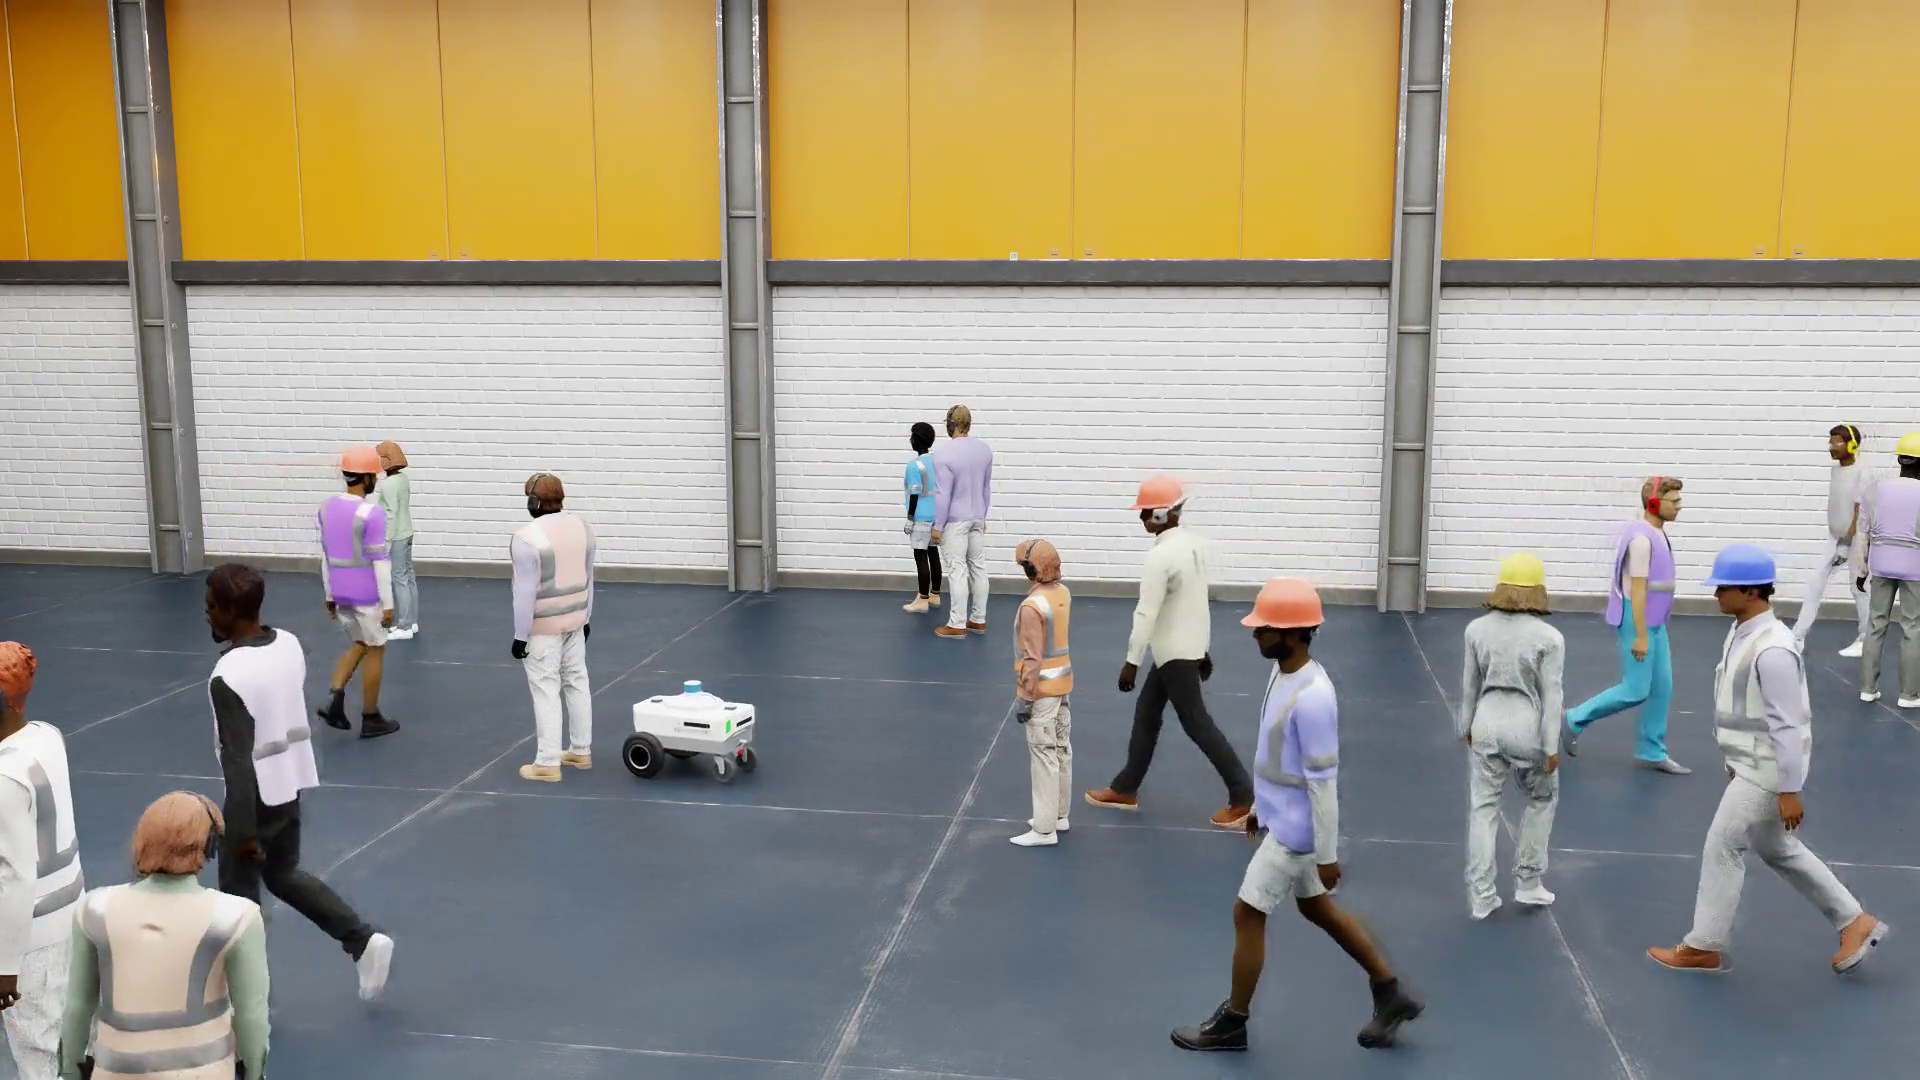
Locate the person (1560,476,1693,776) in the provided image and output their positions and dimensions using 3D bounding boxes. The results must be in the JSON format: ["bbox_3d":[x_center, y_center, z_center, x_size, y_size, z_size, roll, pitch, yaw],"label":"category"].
[{"bbox_3d":[4.063,0.507,10.041,0.695,1.824,0.585,6,11,34],"label":"person"}]

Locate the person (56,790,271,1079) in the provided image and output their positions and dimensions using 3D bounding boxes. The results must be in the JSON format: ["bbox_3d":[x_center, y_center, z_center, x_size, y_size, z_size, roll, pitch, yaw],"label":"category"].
[{"bbox_3d":[-2.170,1.499,4.520,0.557,1.618,0.503,-1,9,-4],"label":"person"}]

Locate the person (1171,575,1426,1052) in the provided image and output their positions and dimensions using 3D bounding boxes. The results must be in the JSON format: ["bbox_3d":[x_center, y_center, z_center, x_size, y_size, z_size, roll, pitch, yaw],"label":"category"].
[{"bbox_3d":[1.348,1.065,6.390,0.949,1.903,0.543,1,9,6],"label":"person"}]

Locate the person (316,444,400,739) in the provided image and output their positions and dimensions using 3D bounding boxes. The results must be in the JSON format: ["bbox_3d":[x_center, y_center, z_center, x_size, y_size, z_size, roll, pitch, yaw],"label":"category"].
[{"bbox_3d":[-3.880,0.344,10.737,0.570,1.919,0.471,5,10,28],"label":"person"}]

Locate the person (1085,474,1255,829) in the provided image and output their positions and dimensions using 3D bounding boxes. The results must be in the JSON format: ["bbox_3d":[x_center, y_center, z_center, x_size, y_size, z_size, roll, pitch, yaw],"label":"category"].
[{"bbox_3d":[1.217,0.608,9.103,1.052,1.941,0.627,4,10,23],"label":"person"}]

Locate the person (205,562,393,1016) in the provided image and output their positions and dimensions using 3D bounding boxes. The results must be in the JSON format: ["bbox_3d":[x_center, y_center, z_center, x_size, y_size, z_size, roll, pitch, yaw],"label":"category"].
[{"bbox_3d":[-2.736,1.019,6.653,0.737,1.902,0.601,1,9,5],"label":"person"}]

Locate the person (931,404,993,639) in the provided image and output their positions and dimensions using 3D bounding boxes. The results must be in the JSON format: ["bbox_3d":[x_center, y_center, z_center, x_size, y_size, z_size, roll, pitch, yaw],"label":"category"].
[{"bbox_3d":[0.006,-0.150,13.735,0.629,1.940,0.379,-9,13,-44],"label":"person"}]

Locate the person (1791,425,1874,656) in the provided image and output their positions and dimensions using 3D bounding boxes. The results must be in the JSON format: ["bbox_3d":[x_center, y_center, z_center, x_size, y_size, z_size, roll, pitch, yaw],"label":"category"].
[{"bbox_3d":[6.824,0.024,12.988,0.908,1.828,0.543,-1,9,-7],"label":"person"}]

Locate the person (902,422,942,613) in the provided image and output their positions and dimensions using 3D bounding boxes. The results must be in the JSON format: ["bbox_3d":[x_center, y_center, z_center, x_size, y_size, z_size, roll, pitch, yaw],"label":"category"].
[{"bbox_3d":[-0.327,-0.203,14.804,0.318,1.699,0.535,5,10,26],"label":"person"}]

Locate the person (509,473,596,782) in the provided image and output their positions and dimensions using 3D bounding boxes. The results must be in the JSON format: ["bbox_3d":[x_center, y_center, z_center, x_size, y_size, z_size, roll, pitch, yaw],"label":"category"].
[{"bbox_3d":[-2.449,0.513,9.946,0.429,1.841,0.634,5,11,30],"label":"person"}]

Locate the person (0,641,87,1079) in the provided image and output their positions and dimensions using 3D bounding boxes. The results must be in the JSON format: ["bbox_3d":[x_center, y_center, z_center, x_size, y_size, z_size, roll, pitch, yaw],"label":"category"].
[{"bbox_3d":[-2.990,1.244,5.310,0.354,1.883,0.576,-3,10,-19],"label":"person"}]

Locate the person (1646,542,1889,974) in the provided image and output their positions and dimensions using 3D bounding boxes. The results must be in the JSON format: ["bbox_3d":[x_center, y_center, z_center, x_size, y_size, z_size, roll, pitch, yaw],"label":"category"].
[{"bbox_3d":[3.511,0.952,7.084,0.908,1.905,0.654,2,10,14],"label":"person"}]

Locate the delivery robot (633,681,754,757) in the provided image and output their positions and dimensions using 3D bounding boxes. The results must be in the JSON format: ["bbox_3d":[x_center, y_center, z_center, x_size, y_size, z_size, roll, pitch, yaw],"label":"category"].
[{"bbox_3d":[-1.601,1.092,10.020,0.707,0.478,0.477,5,10,22],"label":"delivery robot"}]

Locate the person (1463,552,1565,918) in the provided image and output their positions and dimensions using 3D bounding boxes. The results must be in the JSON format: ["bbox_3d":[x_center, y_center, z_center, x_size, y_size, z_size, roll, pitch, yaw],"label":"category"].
[{"bbox_3d":[2.616,0.908,7.851,0.504,1.722,0.593,8,12,40],"label":"person"}]

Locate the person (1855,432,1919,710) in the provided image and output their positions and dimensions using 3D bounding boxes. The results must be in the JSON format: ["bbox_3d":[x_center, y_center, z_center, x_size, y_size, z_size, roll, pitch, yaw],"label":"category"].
[{"bbox_3d":[6.539,0.210,11.548,0.367,1.926,0.594,-8,12,-41],"label":"person"}]

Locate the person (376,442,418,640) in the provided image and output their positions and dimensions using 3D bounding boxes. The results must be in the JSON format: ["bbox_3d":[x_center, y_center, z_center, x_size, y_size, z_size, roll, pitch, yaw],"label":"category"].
[{"bbox_3d":[-4.659,0.004,13.723,0.278,1.634,0.497,0,9,-3],"label":"person"}]

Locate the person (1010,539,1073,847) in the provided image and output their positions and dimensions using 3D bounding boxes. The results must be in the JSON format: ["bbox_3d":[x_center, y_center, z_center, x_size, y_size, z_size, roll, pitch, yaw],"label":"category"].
[{"bbox_3d":[0.439,0.805,8.779,0.314,1.636,0.514,4,10,24],"label":"person"}]
